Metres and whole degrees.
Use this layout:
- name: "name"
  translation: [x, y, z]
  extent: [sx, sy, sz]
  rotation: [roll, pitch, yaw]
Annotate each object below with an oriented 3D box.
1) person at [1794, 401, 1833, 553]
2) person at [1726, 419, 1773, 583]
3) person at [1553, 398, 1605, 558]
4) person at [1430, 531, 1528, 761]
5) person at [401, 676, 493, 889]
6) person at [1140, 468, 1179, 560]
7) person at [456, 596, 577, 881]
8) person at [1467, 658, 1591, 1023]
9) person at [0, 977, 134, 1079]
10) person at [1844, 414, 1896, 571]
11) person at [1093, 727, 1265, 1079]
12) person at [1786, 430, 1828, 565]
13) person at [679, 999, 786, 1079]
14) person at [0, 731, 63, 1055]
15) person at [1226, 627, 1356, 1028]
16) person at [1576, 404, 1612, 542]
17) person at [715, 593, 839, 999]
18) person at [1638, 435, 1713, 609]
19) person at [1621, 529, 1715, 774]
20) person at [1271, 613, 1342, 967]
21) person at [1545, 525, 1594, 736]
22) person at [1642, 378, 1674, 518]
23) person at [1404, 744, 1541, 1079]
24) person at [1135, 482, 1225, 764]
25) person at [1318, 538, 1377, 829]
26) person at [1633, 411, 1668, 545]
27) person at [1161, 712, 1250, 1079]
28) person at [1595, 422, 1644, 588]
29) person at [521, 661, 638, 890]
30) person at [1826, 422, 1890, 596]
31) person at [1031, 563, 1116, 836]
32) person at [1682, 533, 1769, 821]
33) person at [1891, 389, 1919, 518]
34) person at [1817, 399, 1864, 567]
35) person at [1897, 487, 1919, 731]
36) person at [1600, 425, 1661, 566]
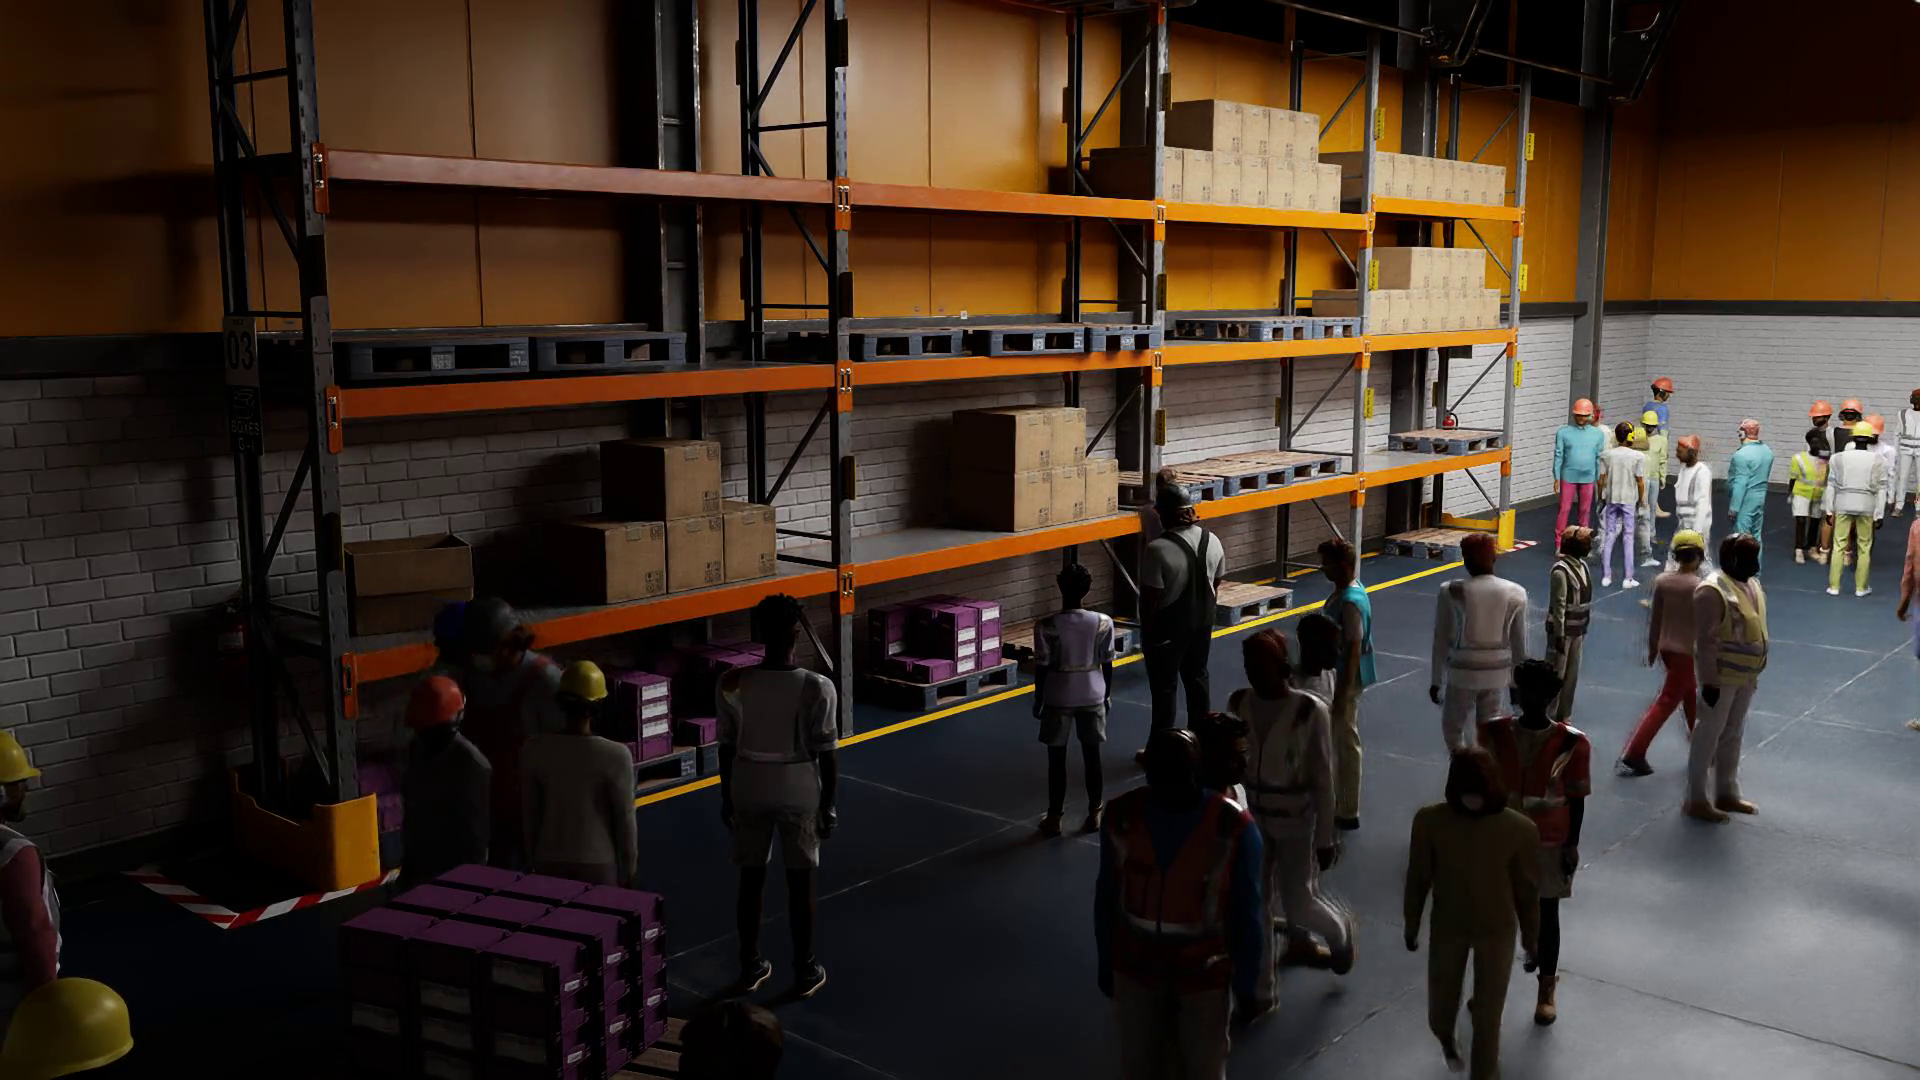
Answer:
- name: "person"
  translation: [10.876, -0.800, 21.091]
  extent: [0.386, 1.930, 0.544]
  rotation: [-1, 9, -8]
- name: "person"
  translation: [8.763, -0.398, 18.579]
  extent: [0.652, 1.906, 0.403]
  rotation: [-7, 11, -37]
- name: "person"
  translation: [7.689, -0.765, 20.671]
  extent: [0.613, 1.991, 0.392]
  rotation: [1, 9, 5]
- name: "person"
  translation: [3.265, 0.876, 10.444]
  extent: [0.595, 1.873, 0.443]
  rotation: [1, 9, 4]
- name: "person"
  translation: [-2.315, 1.436, 7.397]
  extent: [0.617, 1.726, 0.436]
  rotation: [8, 12, 41]
- name: "person"
  translation: [1.781, 0.290, 14.353]
  extent: [0.539, 1.833, 0.432]
  rotation: [8, 12, 42]
- name: "person"
  translation: [-2.094, 1.176, 7.993]
  extent: [0.715, 2.000, 0.776]
  rotation: [4, 10, 25]
- name: "person"
  translation: [2.638, 1.384, 7.750]
  extent: [0.535, 1.700, 0.318]
  rotation: [5, 10, 29]
- name: "person"
  translation: [-1.922, 1.895, 3.710]
  extent: [0.587, 1.930, 0.355]
  rotation: [4, 10, 24]
- name: "person"
  translation: [10.588, -0.530, 19.425]
  extent: [0.569, 1.905, 0.450]
  rotation: [6, 11, 35]
- name: "person"
  translation: [0.789, 1.574, 6.108]
  extent: [0.640, 1.837, 0.432]
  rotation: [4, 10, 23]
- name: "person"
  translation: [10.386, -0.533, 20.309]
  extent: [0.545, 1.646, 0.627]
  rotation: [2, 9, 13]
- name: "person"
  translation: [-0.469, 1.928, 3.825]
  extent: [0.338, 1.838, 0.504]
  rotation: [-2, 9, -13]
- name: "person"
  translation: [-3.452, 1.591, 5.994]
  extent: [0.599, 1.827, 0.403]
  rotation: [4, 10, 24]
- name: "person"
  translation: [1.549, 1.301, 7.791]
  extent: [0.755, 1.862, 0.607]
  rotation: [-8, 12, -44]
- name: "person"
  translation: [8.361, -0.882, 21.965]
  extent: [0.478, 1.829, 0.564]
  rotation: [-3, 9, -17]
- name: "person"
  translation: [-0.870, 1.223, 7.974]
  extent: [0.599, 1.958, 0.378]
  rotation: [1, 9, 6]
- name: "person"
  translation: [7.476, -0.151, 17.170]
  extent: [0.823, 1.846, 0.659]
  rotation: [-1, 9, -4]
- name: "person"
  translation: [5.035, 0.779, 11.618]
  extent: [0.940, 1.710, 0.557]
  rotation: [-2, 9, -15]
- name: "person"
  translation: [1.676, 1.231, 8.482]
  extent: [0.690, 1.799, 0.513]
  rotation: [7, 11, 38]
- name: "person"
  translation: [4.533, 0.697, 12.413]
  extent: [0.314, 1.632, 0.523]
  rotation: [8, 12, 42]
- name: "person"
  translation: [10.186, -1.350, 24.288]
  extent: [0.385, 2.040, 0.605]
  rotation: [-1, 9, -4]
- name: "person"
  translation: [2.083, 1.577, 6.770]
  extent: [0.526, 1.611, 0.535]
  rotation: [3, 9, 21]
- name: "person"
  translation: [1.511, 0.585, 11.807]
  extent: [0.679, 2.000, 0.535]
  rotation: [-6, 10, -32]
- name: "person"
  translation: [2.413, 0.897, 10.441]
  extent: [0.388, 1.838, 0.564]
  rotation: [1, 9, 8]
- name: "person"
  translation: [8.950, -0.810, 21.707]
  extent: [0.525, 1.760, 0.340]
  rotation: [1, 9, 8]
- name: "person"
  translation: [0.918, 1.539, 6.278]
  extent: [0.375, 1.843, 0.574]
  rotation: [5, 10, 30]
- name: "person"
  translation: [7.417, -0.392, 18.685]
  extent: [0.521, 1.864, 0.334]
  rotation: [7, 11, 37]
- name: "person"
  translation: [-1.685, 1.411, 7.401]
  extent: [0.530, 1.760, 0.365]
  rotation: [1, 9, 9]
- name: "person"
  translation: [9.780, -0.329, 18.155]
  extent: [0.583, 1.907, 0.510]
  rotation: [6, 10, 33]
- name: "person"
  translation: [0.698, 0.987, 10.313]
  extent: [0.541, 1.696, 0.315]
  rotation: [-2, 9, -12]
- name: "person"
  translation: [4.929, 0.874, 10.644]
  extent: [0.631, 1.842, 0.459]
  rotation: [-7, 11, -37]
- name: "person"
  translation: [13.882, -1.257, 24.190]
  extent: [0.584, 1.882, 0.346]
  rotation: [7, 11, 36]
- name: "person"
  translation: [10.671, -0.687, 20.063]
  extent: [0.617, 2.028, 0.410]
  rotation: [5, 10, 29]
- name: "person"
  translation: [7.630, 0.468, 12.818]
  extent: [0.785, 1.958, 0.634]
  rotation: [-2, 9, -15]
- name: "person"
  translation: [8.062, -0.523, 20.002]
  extent: [0.768, 1.713, 0.488]
  rotation: [-5, 10, -29]
